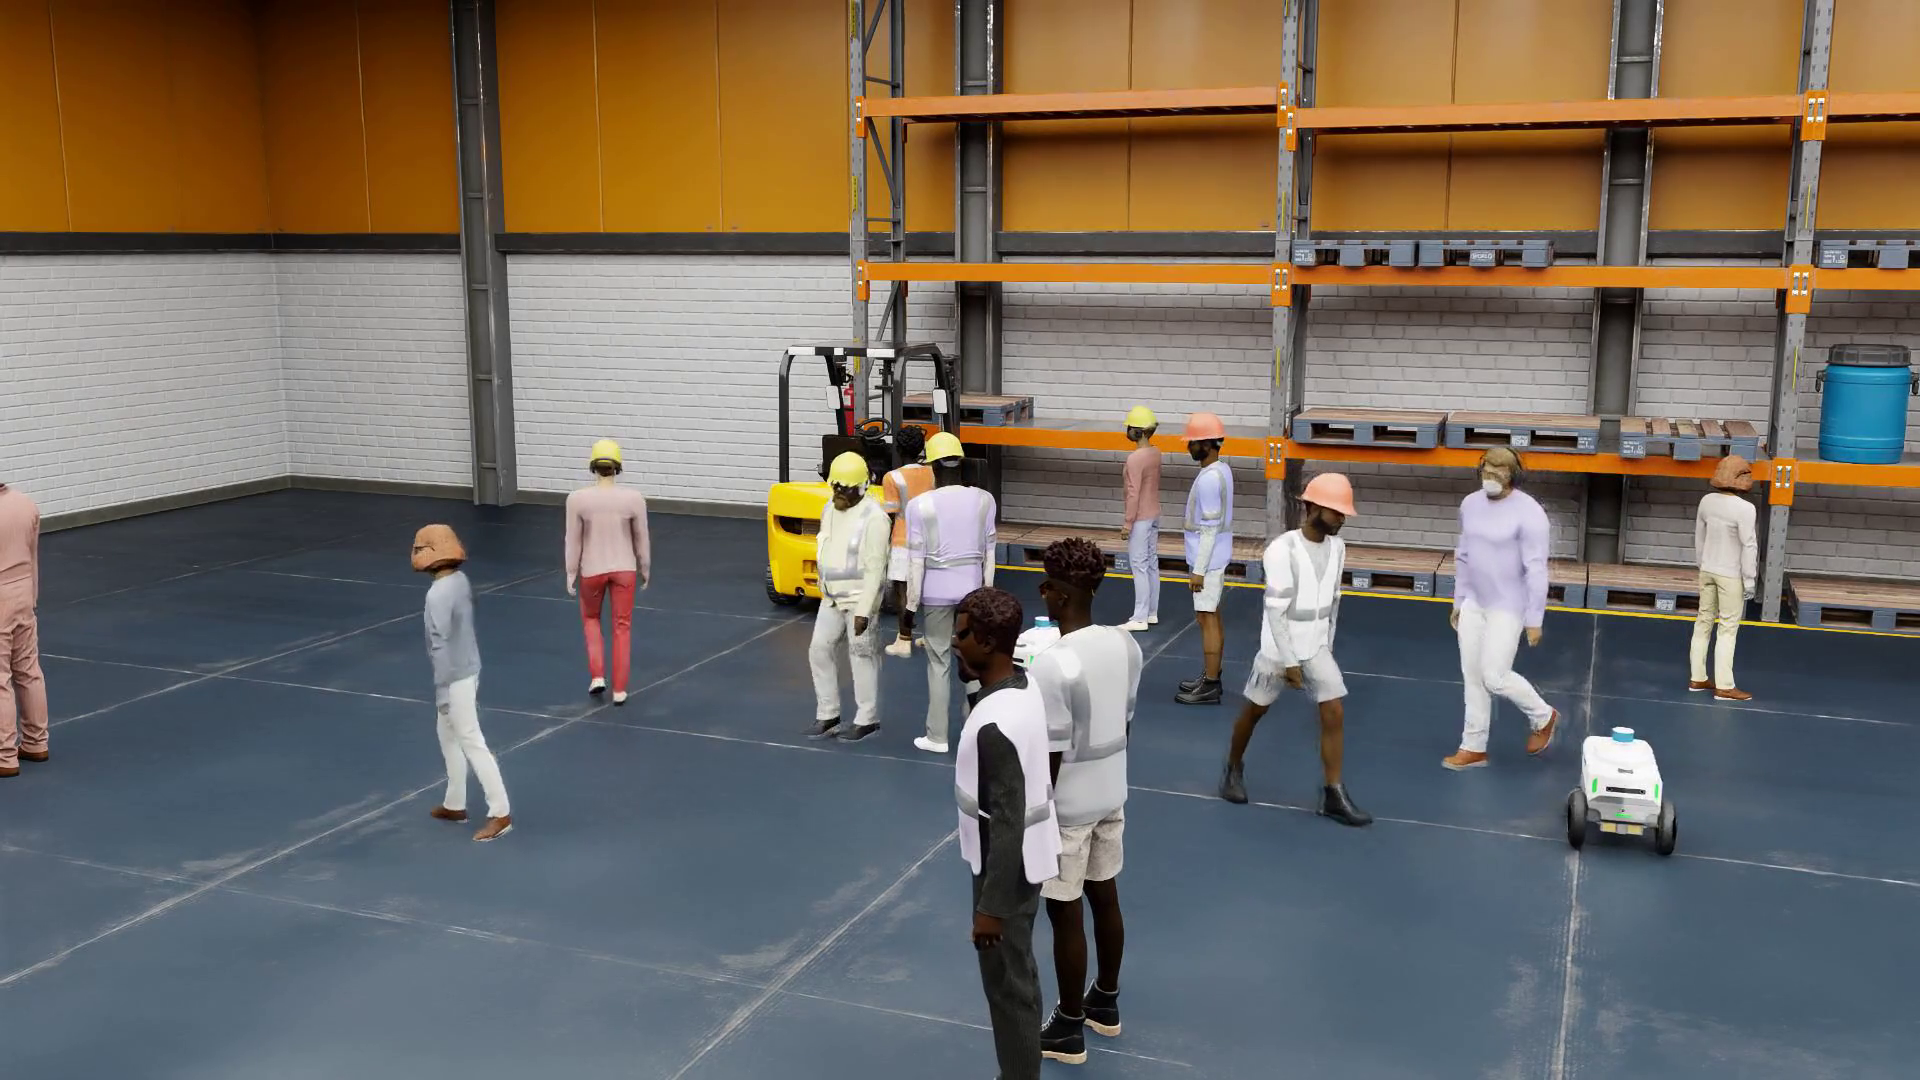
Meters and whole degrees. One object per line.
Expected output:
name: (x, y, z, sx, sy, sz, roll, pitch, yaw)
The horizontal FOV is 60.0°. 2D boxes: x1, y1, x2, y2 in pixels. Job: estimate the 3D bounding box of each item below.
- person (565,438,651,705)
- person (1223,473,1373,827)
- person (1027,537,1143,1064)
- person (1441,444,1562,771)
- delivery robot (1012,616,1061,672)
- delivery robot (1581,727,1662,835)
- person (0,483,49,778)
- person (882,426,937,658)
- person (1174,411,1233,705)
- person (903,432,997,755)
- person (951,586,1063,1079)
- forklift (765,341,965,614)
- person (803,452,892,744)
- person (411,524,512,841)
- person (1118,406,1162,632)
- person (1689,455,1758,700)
person: (-2.318, 0.203, 10.980, 0.553, 1.750, 0.497, -2, 10, -14)
person: (1.778, 0.550, 8.820, 0.573, 1.865, 0.904, -5, 11, -27)
person: (0.424, 0.959, 6.183, 0.367, 1.966, 0.604, 8, 13, 37)
person: (3.131, 0.385, 9.503, 0.629, 1.923, 0.656, -4, 11, -21)
delivery robot: (0.546, 0.750, 11.019, 0.477, 0.478, 0.707, 8, 13, 36)
delivery robot: (3.378, 1.202, 8.504, 0.477, 0.478, 0.707, 3, 11, 17)
person: (-5.514, 0.399, 9.466, 0.407, 1.910, 0.639, 1, 10, 7)
person: (-0.365, 0.011, 12.214, 0.542, 1.695, 0.316, -9, 14, -41)
person: (1.607, 0.120, 10.939, 0.356, 1.938, 0.544, 3, 11, 15)
person: (-0.070, 0.320, 9.883, 0.585, 1.918, 0.379, -5, 11, -27)
person: (0.153, 1.097, 5.547, 0.375, 1.917, 0.592, 1, 10, 6)
forklift: (-0.739, -0.602, 14.246, 1.214, 2.155, 2.313, 4, 11, 21)
person: (-0.686, 0.359, 9.963, 0.520, 1.803, 0.620, -9, 14, -41)
person: (-2.557, 0.718, 8.563, 0.495, 1.605, 0.543, -1, 10, -4)
person: (1.405, -0.166, 13.001, 0.306, 1.772, 0.525, 5, 11, 27)
person: (5.103, 0.244, 11.087, 0.280, 1.636, 0.500, -3, 11, -17)
